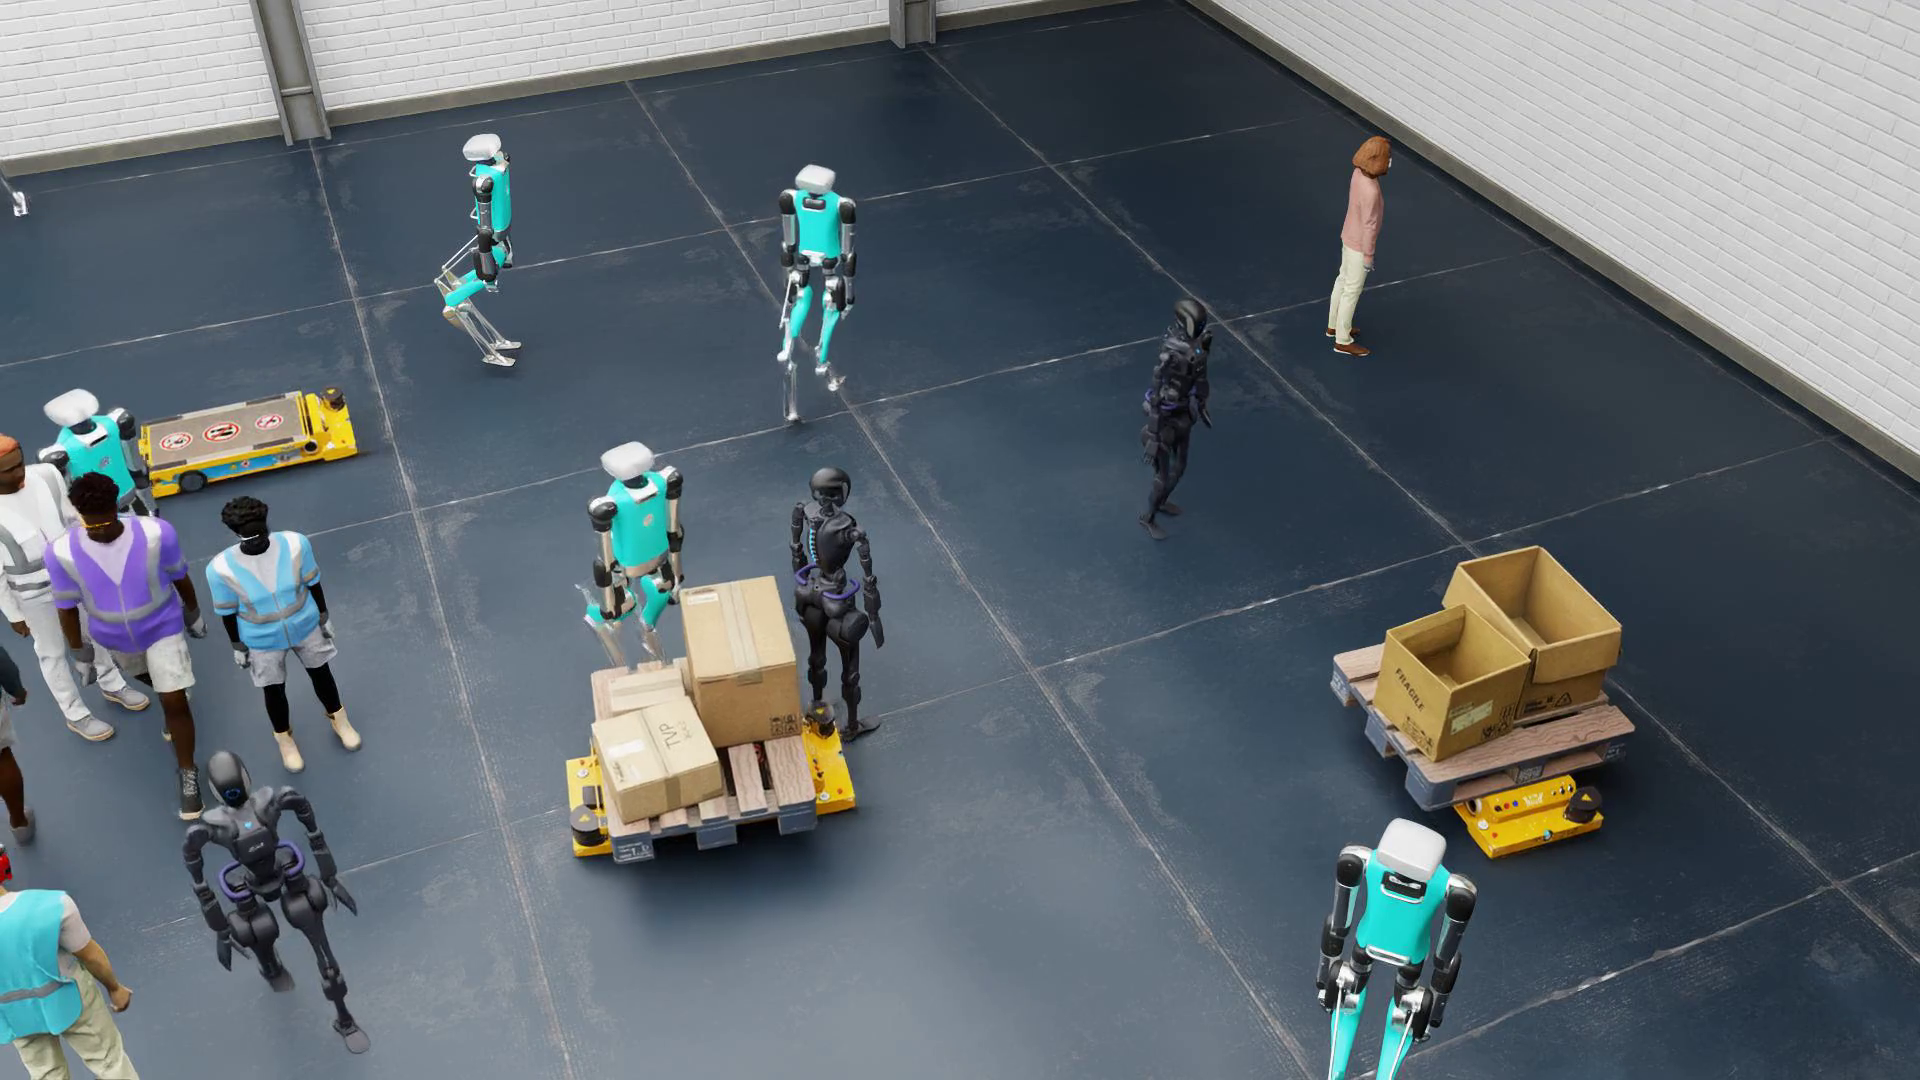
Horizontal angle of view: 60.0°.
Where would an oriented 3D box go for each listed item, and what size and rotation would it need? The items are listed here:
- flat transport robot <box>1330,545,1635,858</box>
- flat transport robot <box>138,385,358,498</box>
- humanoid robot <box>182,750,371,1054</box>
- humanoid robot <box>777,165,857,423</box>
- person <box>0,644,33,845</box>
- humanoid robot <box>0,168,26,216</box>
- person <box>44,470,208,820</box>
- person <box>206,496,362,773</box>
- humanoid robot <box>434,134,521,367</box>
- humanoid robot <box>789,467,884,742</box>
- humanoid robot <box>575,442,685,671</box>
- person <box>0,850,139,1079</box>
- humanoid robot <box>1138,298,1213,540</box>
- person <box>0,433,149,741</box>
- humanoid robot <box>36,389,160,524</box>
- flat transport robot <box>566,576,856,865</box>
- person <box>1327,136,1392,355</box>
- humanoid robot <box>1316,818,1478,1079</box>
[{"bbox_3d":[2.742,1.060,8.894,0.659,0.231,1.431,-12,39,-15],"label":"flat transport robot"},{"bbox_3d":[-4.823,-0.654,11.124,1.431,0.231,0.659,-14,40,-18],"label":"flat transport robot"},{"bbox_3d":[-2.962,1.526,7.161,0.584,1.634,0.716,-25,44,-29],"label":"humanoid robot"},{"bbox_3d":[-1.023,-1.532,11.111,0.535,1.787,1.018,10,39,12],"label":"humanoid robot"},{"bbox_3d":[-4.787,0.771,7.924,0.604,1.913,0.476,-18,41,-22],"label":"person"},{"bbox_3d":[-8.012,-3.220,13.300,0.553,1.812,0.921,4,38,5],"label":"humanoid robot"},{"bbox_3d":[-4.134,0.427,8.374,0.624,1.910,1.020,-11,39,-14],"label":"person"},{"bbox_3d":[-3.466,0.469,8.495,0.533,1.691,0.317,-23,43,-27],"label":"person"},{"bbox_3d":[-3.408,-2.010,11.575,0.735,1.677,0.533,2,38,2],"label":"humanoid robot"},{"bbox_3d":[-0.666,0.318,8.696,0.599,1.653,0.315,26,44,29],"label":"humanoid robot"},{"bbox_3d":[-1.795,0.207,8.842,0.555,1.834,0.724,-31,47,-34],"label":"humanoid robot"},{"bbox_3d":[-3.615,1.849,6.579,0.563,1.837,0.389,-9,39,-12],"label":"person"},{"bbox_3d":[1.281,-0.755,10.104,0.380,1.648,0.590,28,45,31],"label":"humanoid robot"},{"bbox_3d":[-4.730,0.231,8.652,0.359,1.880,0.573,17,41,21],"label":"person"},{"bbox_3d":[-4.778,-0.108,9.189,0.758,1.772,0.541,21,42,25],"label":"humanoid robot"},{"bbox_3d":[-1.310,1.236,8.665,1.431,0.231,0.659,-9,38,-11],"label":"flat transport robot"},{"bbox_3d":[2.869,-2.113,11.902,0.282,1.633,0.499,-1,38,-1],"label":"person"},{"bbox_3d":[1.602,1.890,6.499,0.533,1.677,0.735,15,40,19],"label":"humanoid robot"}]
